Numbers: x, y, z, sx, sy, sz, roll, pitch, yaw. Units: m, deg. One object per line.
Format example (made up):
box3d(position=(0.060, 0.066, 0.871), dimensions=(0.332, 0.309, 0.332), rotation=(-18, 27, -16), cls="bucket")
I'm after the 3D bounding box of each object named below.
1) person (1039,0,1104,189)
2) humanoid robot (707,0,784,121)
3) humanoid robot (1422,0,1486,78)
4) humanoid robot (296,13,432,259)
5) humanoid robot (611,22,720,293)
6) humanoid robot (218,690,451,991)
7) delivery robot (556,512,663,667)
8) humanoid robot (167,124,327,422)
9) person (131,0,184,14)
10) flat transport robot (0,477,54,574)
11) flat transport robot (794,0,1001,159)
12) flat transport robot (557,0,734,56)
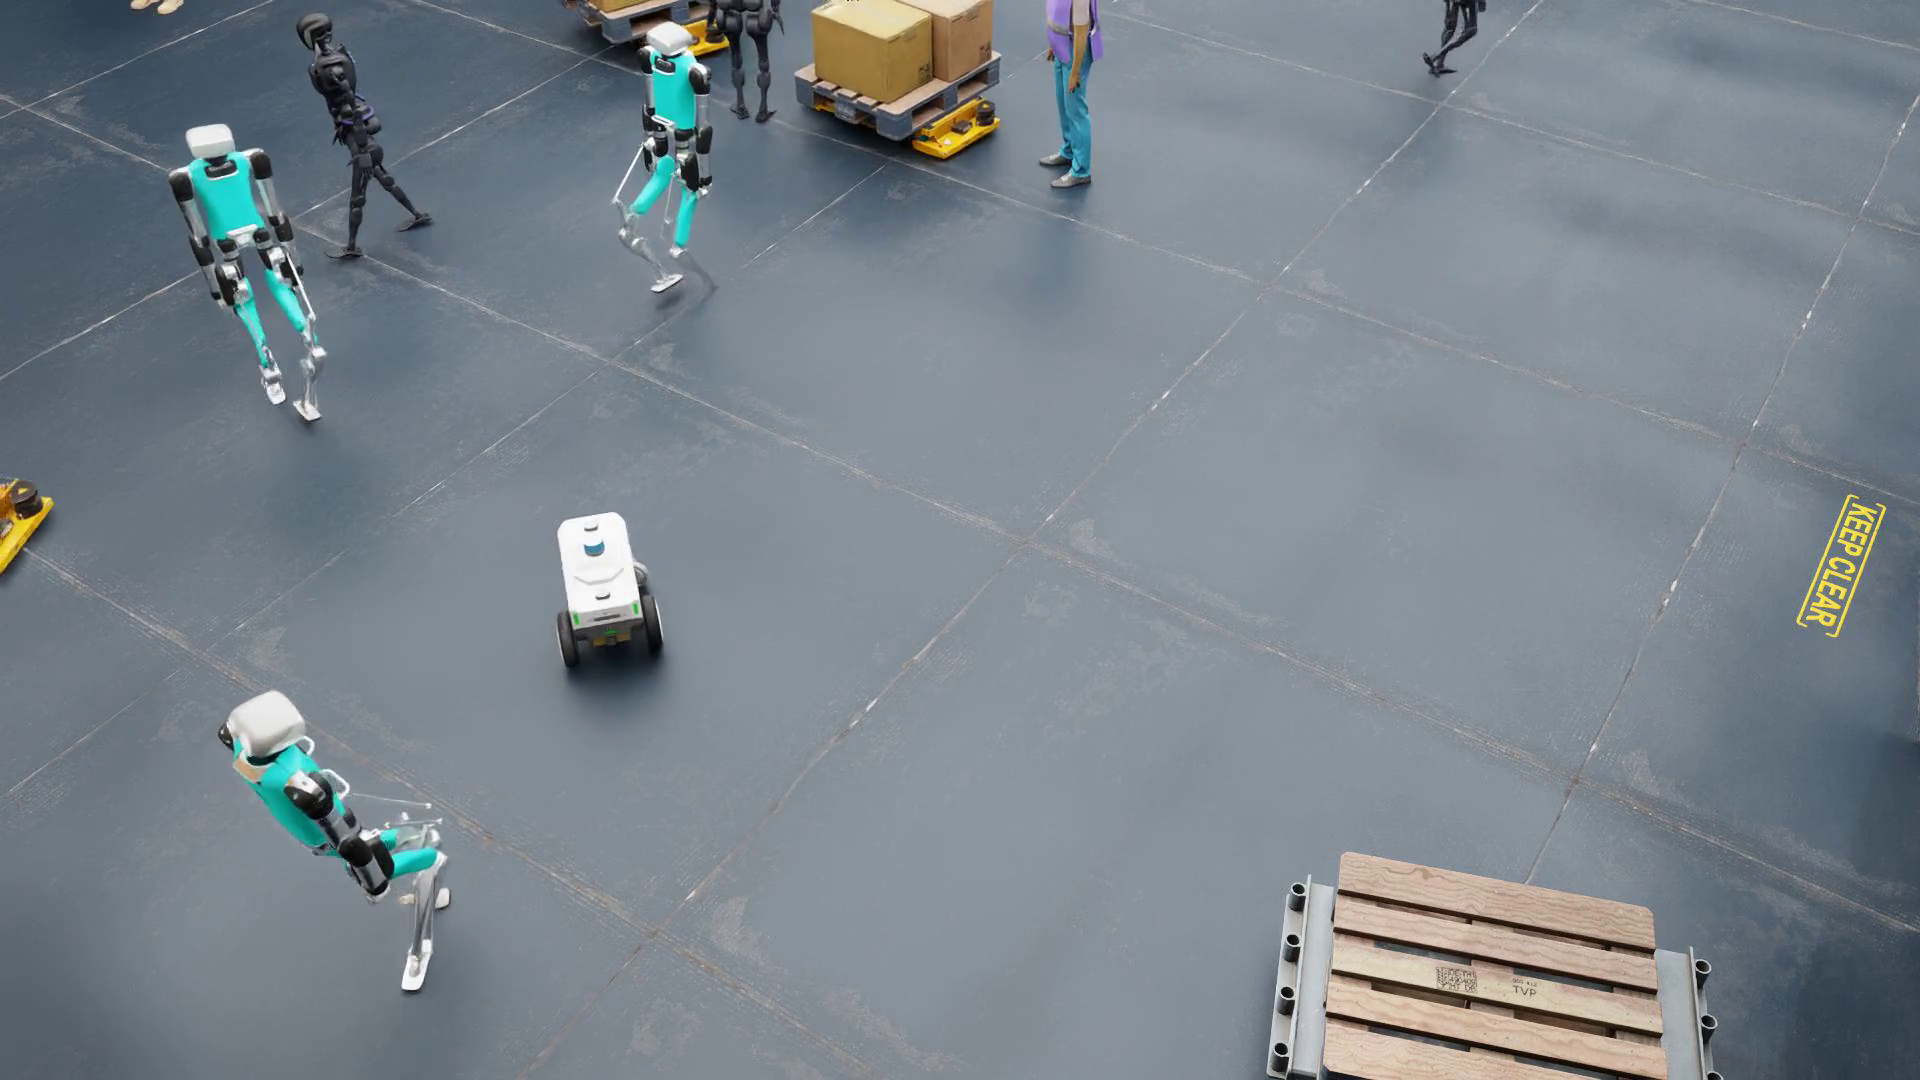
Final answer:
box3d(position=(0.755, -3.288, 11.288), dimensions=(0.409, 1.835, 0.564), rotation=(-7, 42, -8), cls="person")
box3d(position=(-1.571, -3.851, 12.044), dimensions=(0.593, 1.644, 0.341), rotation=(6, 42, 7), cls="humanoid robot")
box3d(position=(3.747, -4.273, 12.507), dimensions=(0.433, 1.649, 0.599), rotation=(-11, 43, -12), cls="humanoid robot")
box3d(position=(-3.913, -2.617, 10.683), dimensions=(0.778, 1.618, 0.608), rotation=(-25, 47, -25), cls="humanoid robot")
box3d(position=(-1.841, -2.190, 10.149), dimensions=(0.542, 1.808, 0.770), rotation=(26, 48, 26), cls="humanoid robot")
box3d(position=(-2.243, 1.078, 6.469), dimensions=(0.597, 1.771, 0.866), rotation=(28, 49, 28), cls="humanoid robot")
box3d(position=(-1.779, 0.221, 8.311), dimensions=(0.524, 0.587, 0.747), rotation=(-11, 43, -12), cls="delivery robot")
box3d(position=(-3.835, -1.362, 9.214), dimensions=(0.543, 1.774, 0.804), rotation=(-25, 47, -25), cls="humanoid robot")
box3d(position=(-6.716, -5.126, 13.407), dimensions=(0.493, 1.742, 0.302), rotation=(15, 44, 16), cls="person")
box3d(position=(-5.696, -0.075, 8.863), dimensions=(1.431, 0.231, 0.659), rotation=(4, 42, 4), cls="flat transport robot")
box3d(position=(-0.461, -3.251, 12.418), dimensions=(1.431, 0.231, 0.659), rotation=(28, 49, 28), cls="flat transport robot")
box3d(position=(-2.510, -4.269, 13.556), dimensions=(0.659, 0.231, 1.431), rotation=(-26, 48, -26), cls="flat transport robot")
